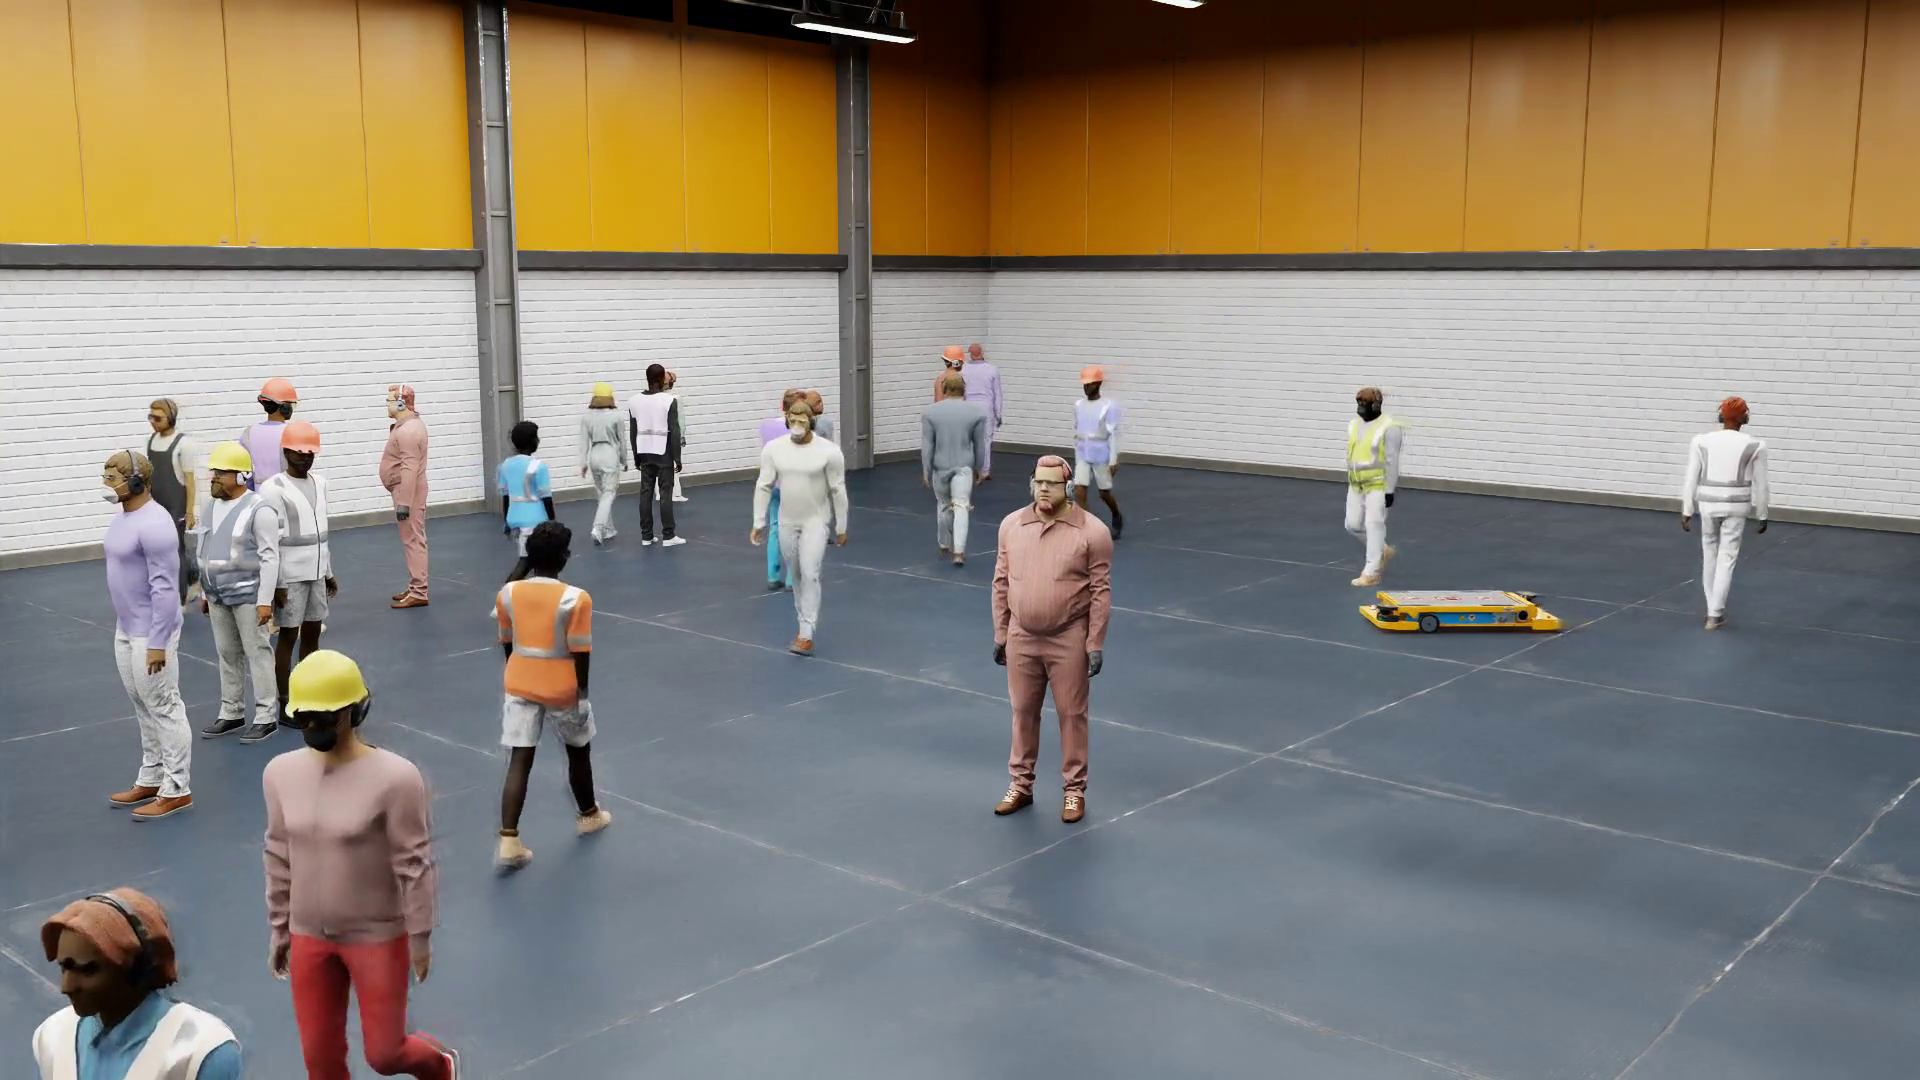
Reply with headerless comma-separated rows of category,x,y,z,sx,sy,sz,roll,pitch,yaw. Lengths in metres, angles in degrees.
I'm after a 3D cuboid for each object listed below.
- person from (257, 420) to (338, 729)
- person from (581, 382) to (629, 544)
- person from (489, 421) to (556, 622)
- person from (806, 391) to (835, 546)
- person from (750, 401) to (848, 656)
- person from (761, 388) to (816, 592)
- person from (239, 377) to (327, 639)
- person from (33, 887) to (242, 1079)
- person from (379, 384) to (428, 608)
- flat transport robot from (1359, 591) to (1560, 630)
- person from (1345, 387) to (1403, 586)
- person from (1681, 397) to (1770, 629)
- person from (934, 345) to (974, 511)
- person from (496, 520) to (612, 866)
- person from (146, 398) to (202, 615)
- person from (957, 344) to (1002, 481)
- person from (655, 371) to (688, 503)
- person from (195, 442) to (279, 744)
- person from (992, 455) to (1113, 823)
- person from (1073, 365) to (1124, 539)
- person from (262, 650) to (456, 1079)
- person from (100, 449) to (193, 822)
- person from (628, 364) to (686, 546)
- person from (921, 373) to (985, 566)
person,-4.132,0.209,10.486,0.376,1.933,0.544,3,10,19
person,-3.798,-0.824,17.658,0.473,1.701,0.819,2,9,14
person,-3.549,-0.143,13.559,0.534,1.664,0.856,8,12,40
person,-1.548,-0.747,17.421,0.501,1.632,0.280,2,9,14
person,-1.219,-0.087,12.463,0.650,1.895,0.956,2,9,15
person,-1.531,-0.443,14.922,0.585,1.823,0.458,6,11,31
person,-5.276,-0.245,12.989,0.615,2.041,0.385,3,9,16
person,-1.644,1.478,3.495,0.515,1.617,0.724,2,9,14
person,-4.746,-0.376,14.238,0.410,1.909,0.642,-2,9,-15
flat transport robot,4.024,0.564,13.455,1.431,0.197,0.652,0,9,-1
person,3.806,-0.493,15.243,0.546,1.830,0.640,-5,10,-30
person,6.254,-0.238,13.523,0.612,1.852,0.853,7,11,37
person,-0.085,-1.355,20.104,0.379,1.996,0.608,-5,10,-30
person,-2.021,0.731,8.097,0.539,1.656,0.865,2,9,14
person,-6.528,-0.280,13.851,0.518,1.833,0.524,5,10,27
person,0.255,-1.758,23.037,0.663,1.889,0.430,2,9,11
person,-3.651,-1.283,20.769,0.525,1.639,0.307,4,10,25
person,-4.404,0.317,10.108,0.590,1.837,0.404,4,10,24
person,0.458,0.510,8.666,0.642,1.913,0.408,4,10,21
person,1.446,-0.892,17.481,0.551,1.910,0.845,6,11,34
person,-1.819,1.166,5.058,0.532,1.753,0.581,2,9,11
person,-4.270,0.490,8.705,0.372,1.940,0.631,-9,12,-43
person,-3.184,-0.887,17.425,0.590,1.915,0.392,3,10,21
person,-0.063,-0.709,16.426,0.634,1.883,1.061,0,9,-1
